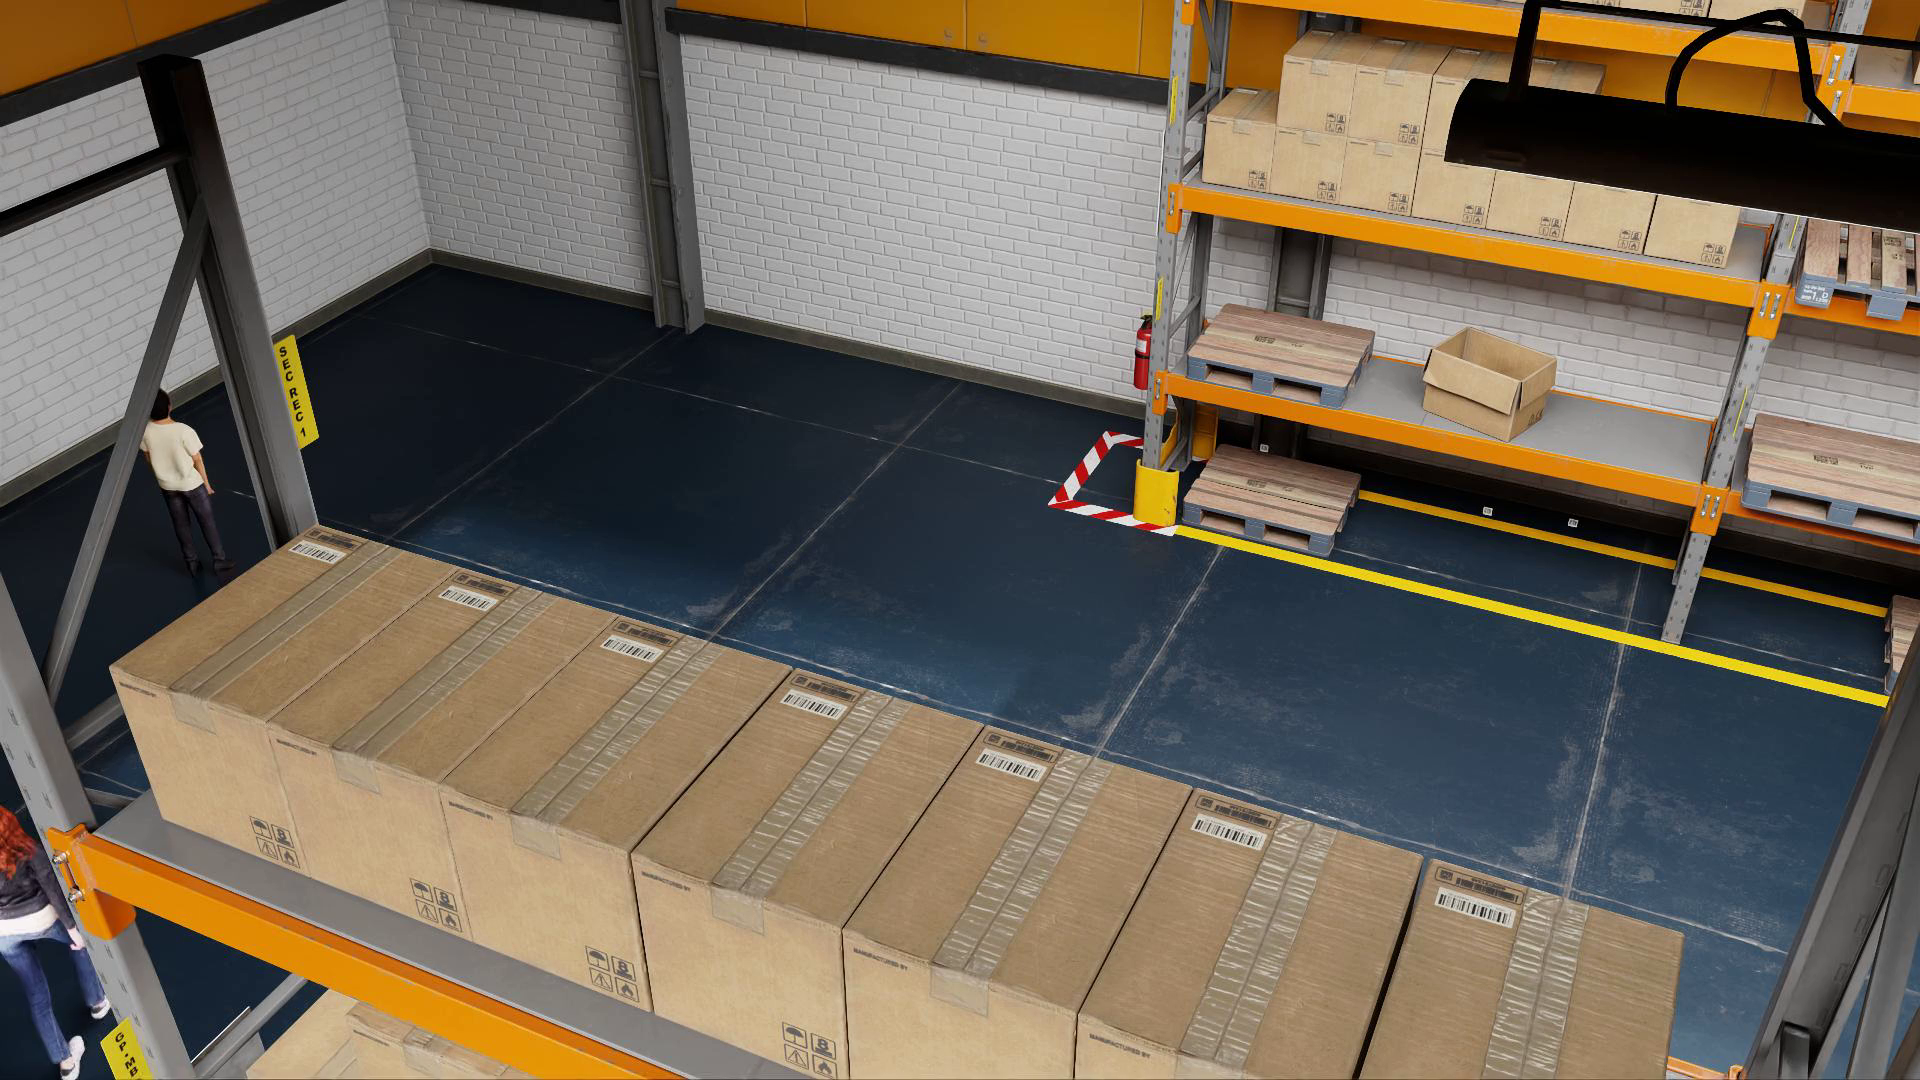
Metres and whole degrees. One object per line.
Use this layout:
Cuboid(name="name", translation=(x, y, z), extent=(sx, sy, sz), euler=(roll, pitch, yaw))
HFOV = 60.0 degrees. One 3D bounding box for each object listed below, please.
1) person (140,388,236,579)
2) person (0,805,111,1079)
Cuboid(name="person", translation=(-5.747, -0.420, 12.296), extent=(0.581, 1.588, 0.720), euler=(-1, 34, -1))
Cuboid(name="person", translation=(-4.709, 2.056, 8.409), extent=(0.953, 1.767, 0.980), euler=(-8, 34, -12))
